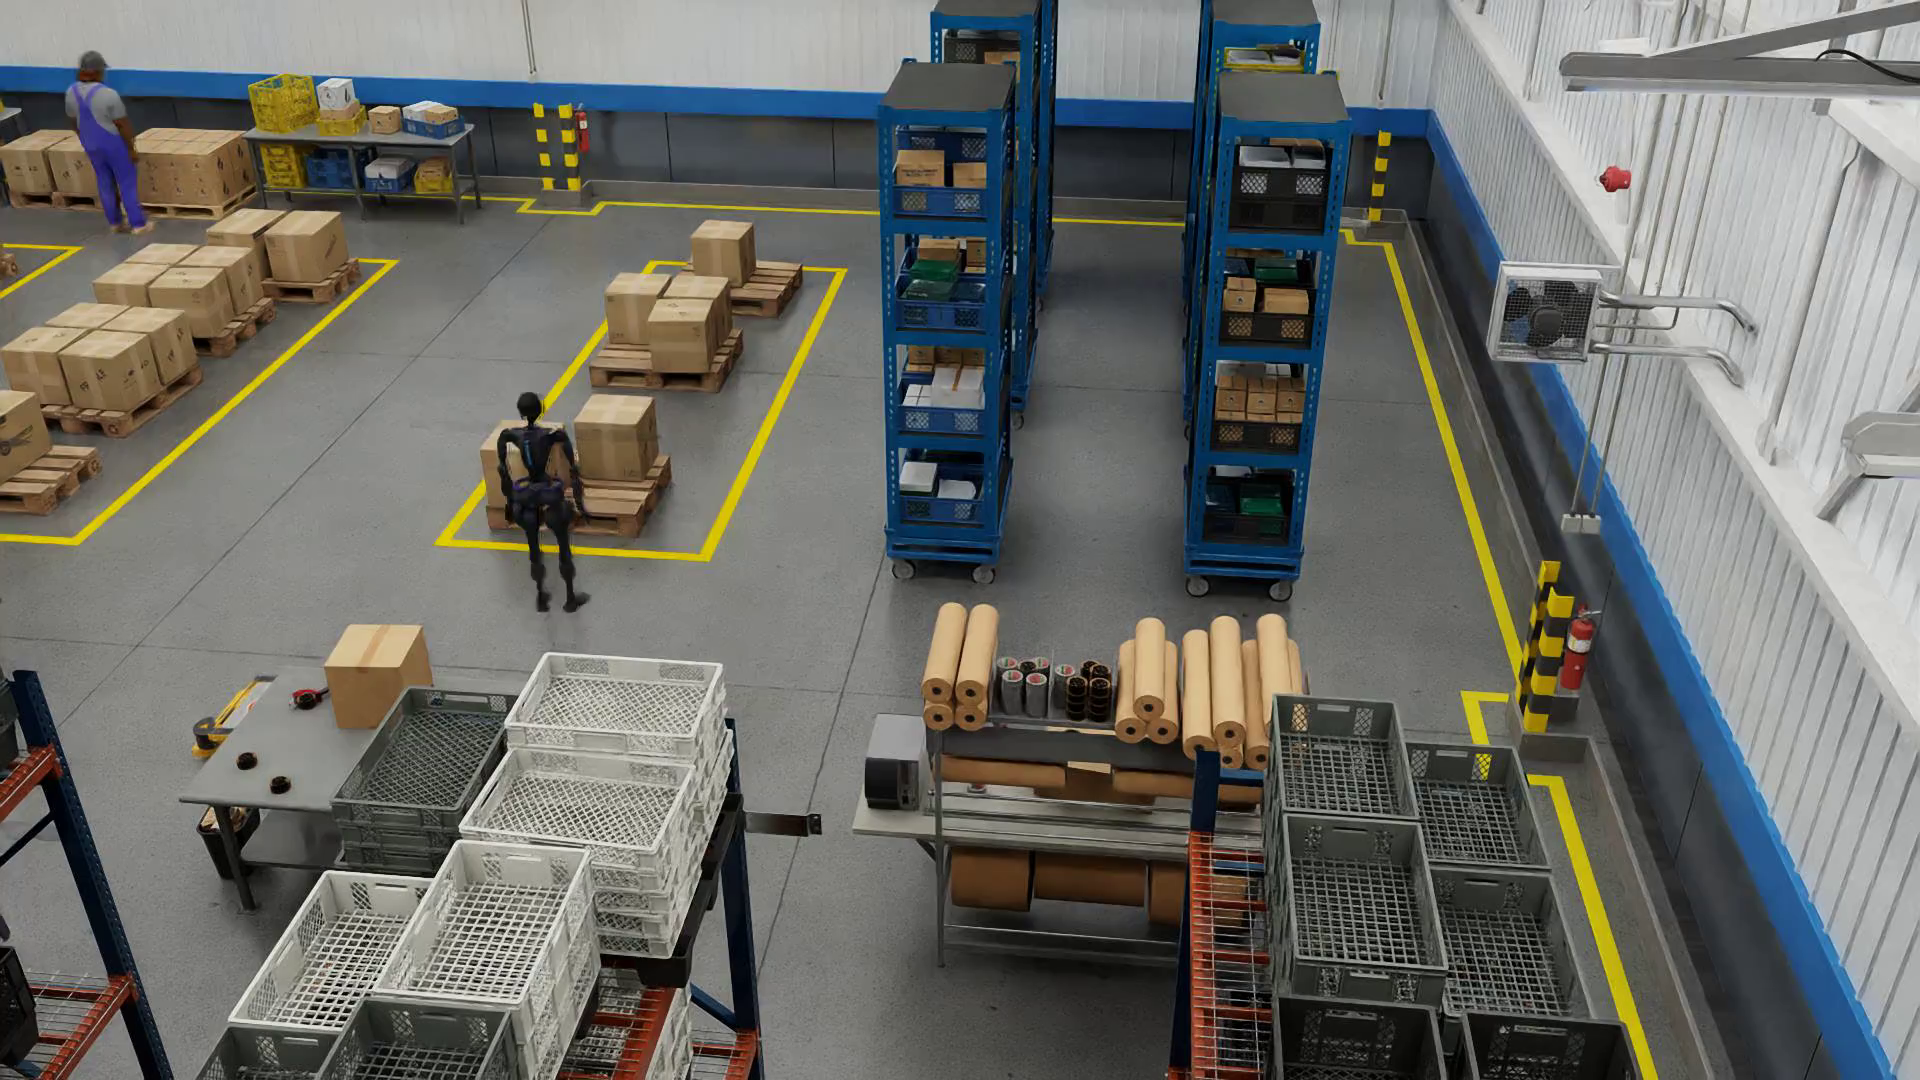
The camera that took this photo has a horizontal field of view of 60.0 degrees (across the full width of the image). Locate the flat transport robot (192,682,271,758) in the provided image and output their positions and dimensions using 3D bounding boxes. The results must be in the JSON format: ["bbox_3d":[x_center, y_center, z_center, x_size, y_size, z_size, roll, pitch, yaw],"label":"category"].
[{"bbox_3d":[-4.090,1.160,10.646,1.431,0.197,0.652,3,30,6],"label":"flat transport robot"}]

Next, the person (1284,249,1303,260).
[{"bbox_3d":[2.830,-2.375,15.147,0.582,1.882,0.338,3,30,5],"label":"person"}]

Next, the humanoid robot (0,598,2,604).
[{"bbox_3d":[-7.203,-0.234,11.664,0.610,1.656,0.315,3,30,5],"label":"humanoid robot"}]

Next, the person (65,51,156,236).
[{"bbox_3d":[-9.448,-4.427,18.518,0.703,2.000,0.542,7,31,12],"label":"person"}]

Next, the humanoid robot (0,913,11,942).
[{"bbox_3d":[-5.015,1.806,8.160,0.610,1.656,0.315,3,30,5],"label":"humanoid robot"}]

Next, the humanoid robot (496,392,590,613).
[{"bbox_3d":[-2.930,-0.261,11.735,0.628,1.650,0.356,0,30,0],"label":"humanoid robot"}]
